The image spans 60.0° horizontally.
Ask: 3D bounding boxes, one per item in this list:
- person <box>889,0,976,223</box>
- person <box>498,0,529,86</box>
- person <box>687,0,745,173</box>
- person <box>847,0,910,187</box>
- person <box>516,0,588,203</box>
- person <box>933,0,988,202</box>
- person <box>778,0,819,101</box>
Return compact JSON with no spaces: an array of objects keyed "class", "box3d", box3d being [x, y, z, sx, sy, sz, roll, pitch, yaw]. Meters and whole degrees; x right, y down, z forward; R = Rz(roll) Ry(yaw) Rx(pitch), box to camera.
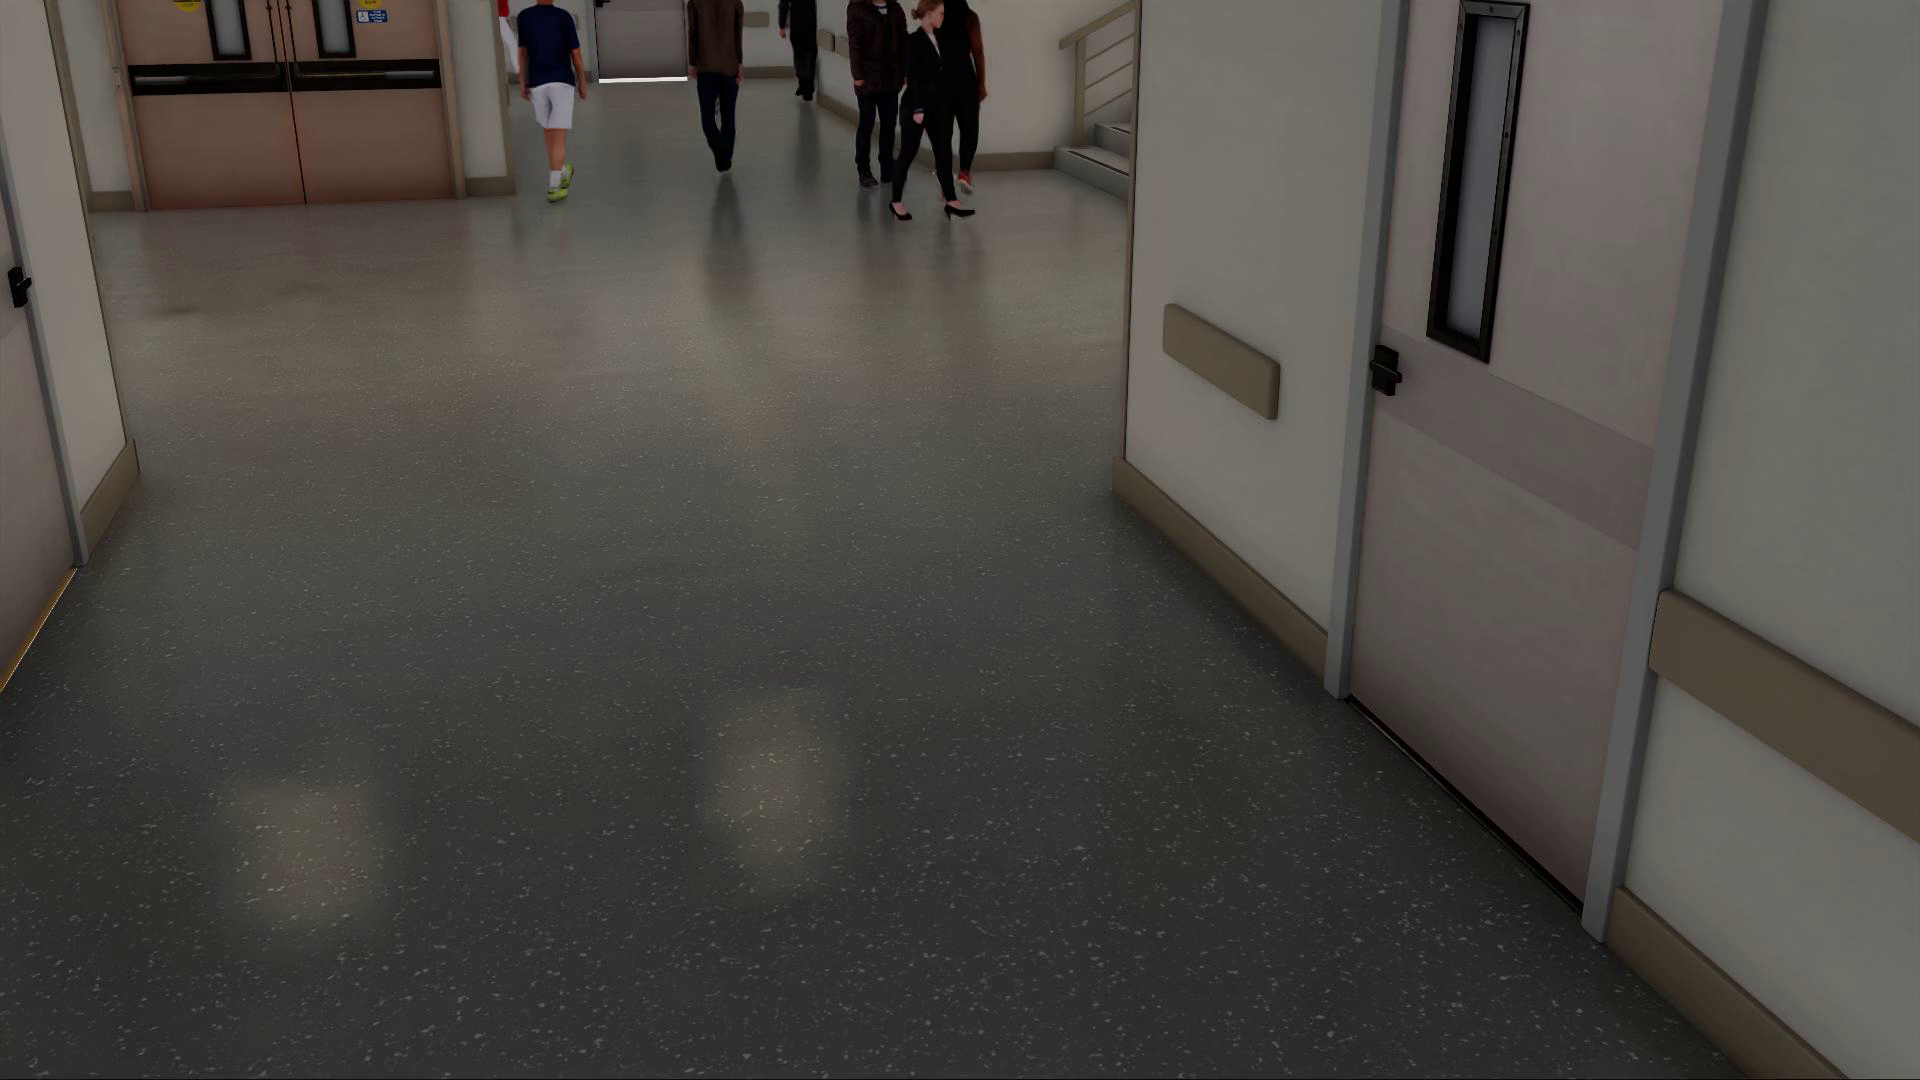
[{"class":"person","box3d":[-0.357,-3.212,12.536,1.072,1.645,1.043,15,25,34]},{"class":"person","box3d":[-6.282,-6.928,22.311,0.913,1.670,0.600,-7,22,-17]},{"class":"person","box3d":[-2.168,-4.205,14.844,1.024,1.866,0.751,-4,21,-11]},{"class":"person","box3d":[-0.719,-4.011,14.366,0.728,1.843,0.890,-13,24,-31]},{"class":"person","box3d":[-3.339,-3.659,13.488,1.107,1.805,0.987,3,21,8]},{"class":"person","box3d":[-0.056,-3.669,13.515,0.730,1.806,0.857,0,21,-1]},{"class":"person","box3d":[-1.924,-6.373,20.674,1.330,1.791,1.119,2,21,6]}]
